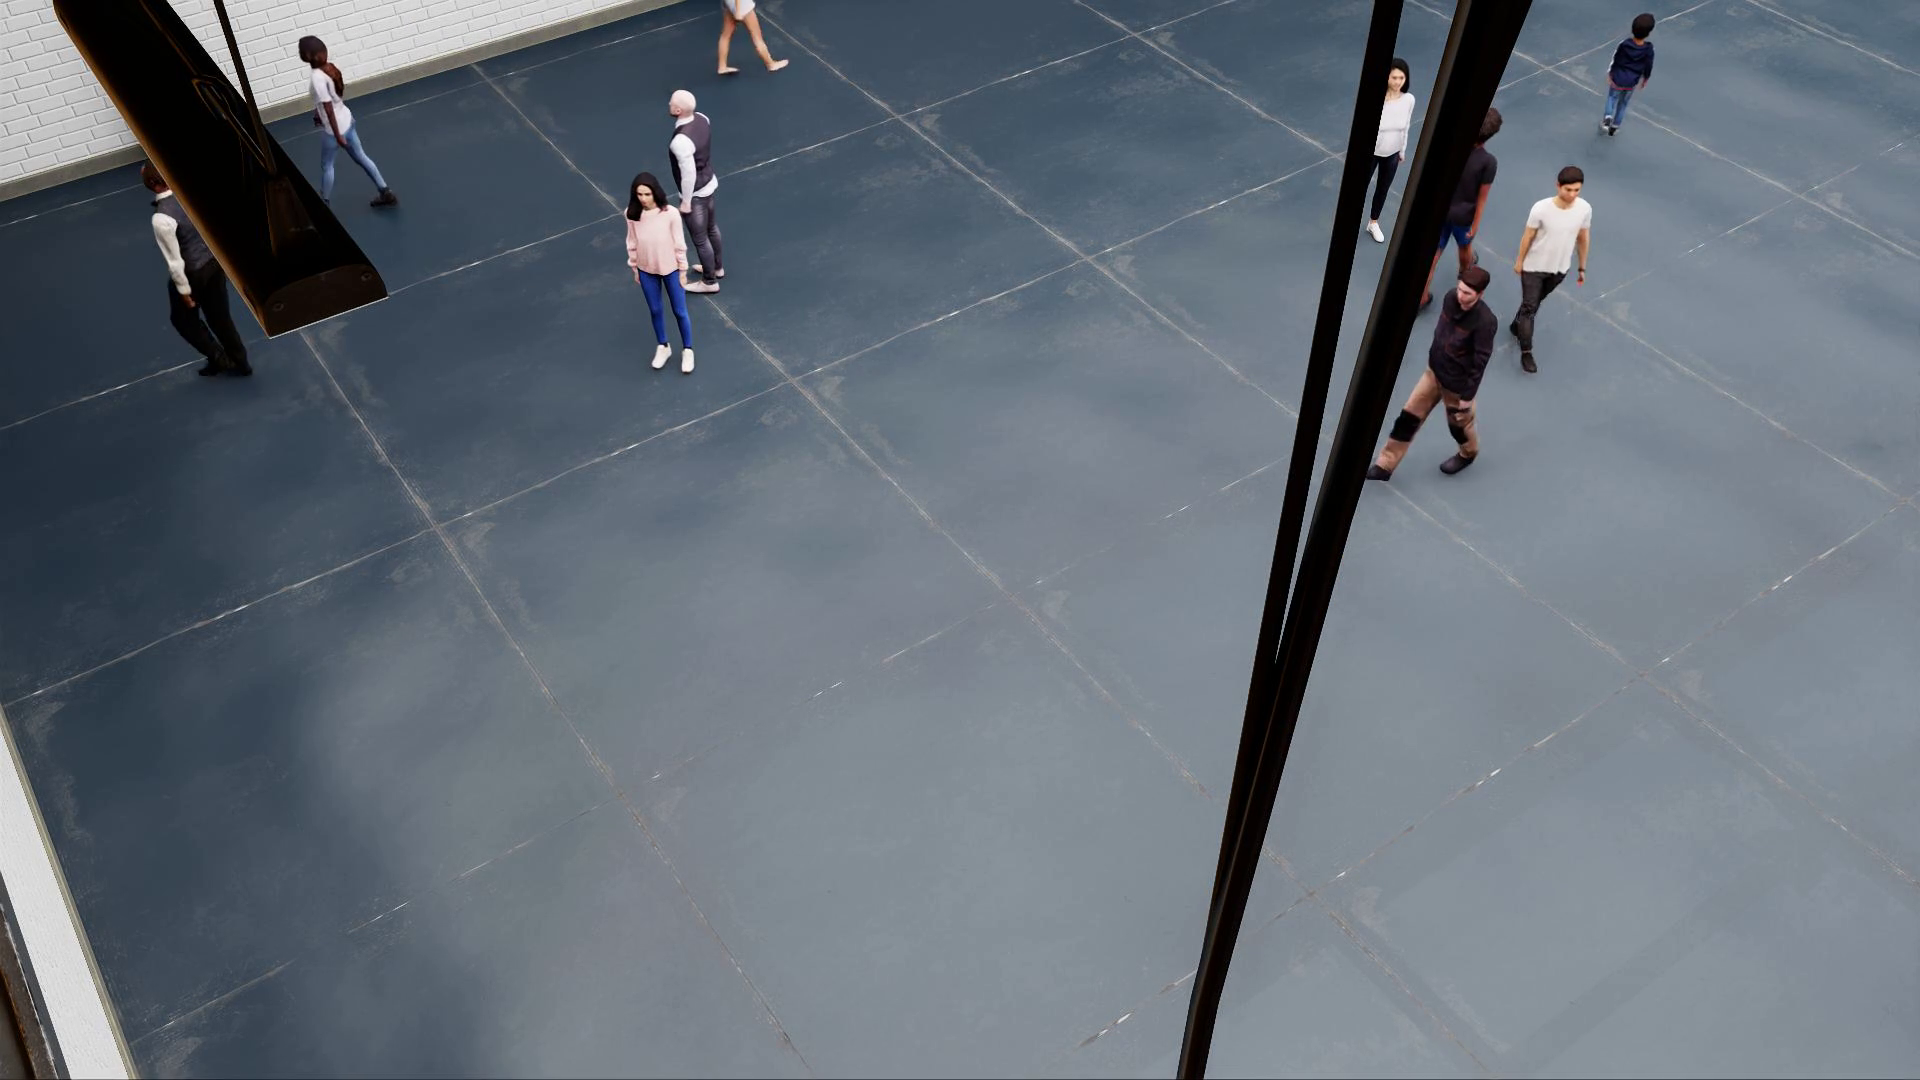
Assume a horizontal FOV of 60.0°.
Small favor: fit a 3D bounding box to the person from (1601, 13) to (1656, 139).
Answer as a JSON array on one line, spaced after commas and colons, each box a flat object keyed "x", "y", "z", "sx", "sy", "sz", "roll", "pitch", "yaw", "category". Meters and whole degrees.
[{"x": 6.265, "y": -4.349, "z": 15.656, "sx": 0.620, "sy": 1.213, "sz": 0.651, "roll": 18, "pitch": 46, "yaw": 18, "category": "person"}]

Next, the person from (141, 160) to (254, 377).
[{"x": -5.770, "y": -2.032, "z": 12.721, "sx": 0.901, "sy": 1.906, "sz": 0.822, "roll": 11, "pitch": 45, "yaw": 12, "category": "person"}]

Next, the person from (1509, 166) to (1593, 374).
[{"x": 4.601, "y": -2.229, "z": 13.083, "sx": 1.044, "sy": 1.691, "sz": 1.007, "roll": -4, "pitch": 44, "yaw": -4, "category": "person"}]

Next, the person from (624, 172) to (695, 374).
[{"x": -2.311, "y": -2.084, "z": 12.877, "sx": 0.712, "sy": 1.766, "sz": 0.774, "roll": 7, "pitch": 44, "yaw": 7, "category": "person"}]

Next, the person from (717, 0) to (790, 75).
[{"x": -2.281, "y": -5.301, "z": 16.392, "sx": 1.002, "sy": 1.575, "sz": 0.732, "roll": -14, "pitch": 45, "yaw": -14, "category": "person"}]

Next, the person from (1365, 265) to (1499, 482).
[{"x": 3.579, "y": -1.157, "z": 11.831, "sx": 1.262, "sy": 1.867, "sz": 0.830, "roll": -19, "pitch": 47, "yaw": -19, "category": "person"}]

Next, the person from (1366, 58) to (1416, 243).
[{"x": 3.597, "y": -3.329, "z": 14.231, "sx": 0.638, "sy": 1.700, "sz": 0.755, "roll": -5, "pitch": 44, "yaw": -5, "category": "person"}]

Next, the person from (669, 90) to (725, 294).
[{"x": -2.163, "y": -2.860, "z": 13.650, "sx": 0.841, "sy": 1.822, "sz": 0.772, "roll": 9, "pitch": 44, "yaw": 9, "category": "person"}]

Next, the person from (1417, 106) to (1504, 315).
[{"x": 3.968, "y": -2.613, "z": 13.446, "sx": 0.892, "sy": 1.747, "sz": 1.197, "roll": 24, "pitch": 48, "yaw": 23, "category": "person"}]

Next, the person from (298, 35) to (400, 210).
[{"x": -5.345, "y": -3.601, "z": 14.527, "sx": 1.155, "sy": 1.686, "sz": 0.948, "roll": -3, "pitch": 44, "yaw": -3, "category": "person"}]
